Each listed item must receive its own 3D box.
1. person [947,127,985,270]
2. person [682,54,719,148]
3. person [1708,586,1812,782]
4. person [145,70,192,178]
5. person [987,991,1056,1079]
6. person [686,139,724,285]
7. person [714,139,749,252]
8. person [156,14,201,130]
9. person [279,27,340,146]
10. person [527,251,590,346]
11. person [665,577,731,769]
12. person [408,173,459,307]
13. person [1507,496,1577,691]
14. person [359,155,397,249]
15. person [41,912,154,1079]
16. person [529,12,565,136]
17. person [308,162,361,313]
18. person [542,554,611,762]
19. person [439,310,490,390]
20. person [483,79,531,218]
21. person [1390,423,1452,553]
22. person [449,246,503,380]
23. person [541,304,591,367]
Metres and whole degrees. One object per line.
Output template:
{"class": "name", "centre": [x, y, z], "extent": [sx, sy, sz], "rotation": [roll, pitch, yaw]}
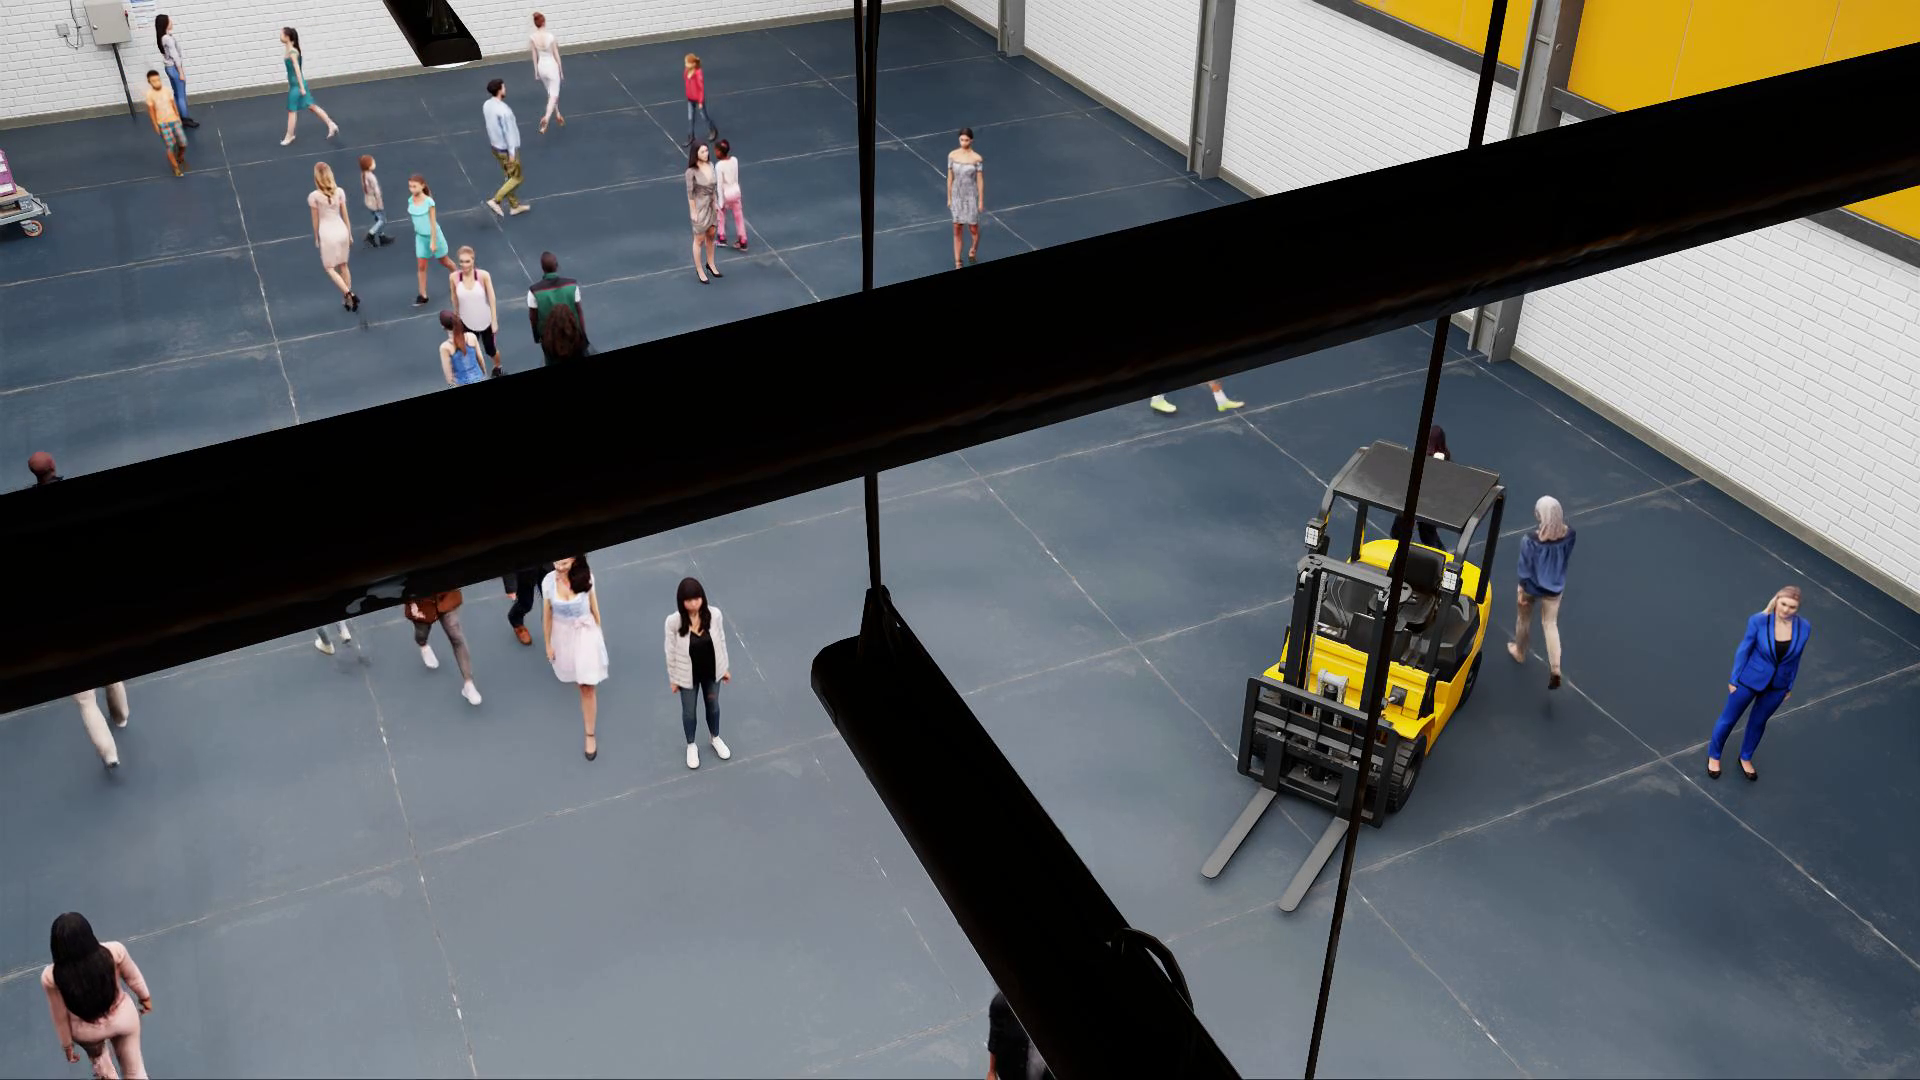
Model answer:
{"class": "person", "centre": [0.094, -4.082, 19.951], "extent": [0.925, 1.806, 1.014], "rotation": [8, 34, 12]}
{"class": "person", "centre": [-3.704, -6.287, 23.733], "extent": [0.905, 1.291, 0.863], "rotation": [19, 38, 26]}
{"class": "person", "centre": [5.935, 1.043, 12.337], "extent": [0.700, 1.700, 0.713], "rotation": [4, 34, 5]}
{"class": "person", "centre": [-10.854, -5.709, 22.719], "extent": [0.668, 1.451, 0.629], "rotation": [28, 43, 35]}
{"class": "person", "centre": [0.427, 2.952, 9.371], "extent": [0.818, 1.802, 0.838], "rotation": [4, 34, 7]}
{"class": "person", "centre": [-3.048, -3.920, 19.761], "extent": [0.665, 1.746, 0.671], "rotation": [23, 40, 31]}
{"class": "person", "centre": [-2.801, -4.246, 20.536], "extent": [0.908, 1.432, 0.787], "rotation": [24, 41, 32]}
{"class": "person", "centre": [-11.473, -6.849, 24.272], "extent": [0.718, 1.630, 0.549], "rotation": [-26, 42, -34]}
{"class": "person", "centre": [-9.310, -6.432, 23.633], "extent": [0.640, 1.644, 0.970], "rotation": [-14, 36, -20]}
{"class": "person", "centre": [-4.019, -1.987, 16.817], "extent": [0.745, 1.786, 1.214], "rotation": [-18, 38, -25]}
{"class": "person", "centre": [-1.968, 0.971, 12.501], "extent": [0.606, 1.638, 0.531], "rotation": [-14, 36, -20]}
{"class": "person", "centre": [-6.126, -3.539, 19.390], "extent": [1.047, 1.523, 1.076], "rotation": [13, 36, 19]}
{"class": "person", "centre": [4.665, 0.441, 13.268], "extent": [0.861, 1.672, 1.109], "rotation": [-1, 34, -2]}
{"class": "person", "centre": [-7.326, -4.194, 20.676], "extent": [0.635, 1.189, 0.627], "rotation": [-24, 40, -31]}
{"class": "person", "centre": [-4.907, 2.867, 9.589], "extent": [0.703, 1.704, 0.775], "rotation": [-19, 38, -26]}
{"class": "person", "centre": [-5.927, -6.635, 23.833], "extent": [1.020, 1.760, 1.152], "rotation": [8, 34, 12]}
{"class": "person", "centre": [-7.083, -3.381, 18.889], "extent": [0.706, 1.814, 0.904], "rotation": [-24, 40, -31]}
{"class": "person", "centre": [-2.941, 0.732, 12.733], "extent": [0.875, 1.778, 1.266], "rotation": [-4, 34, -6]}
{"class": "person", "centre": [-4.763, -1.476, 16.223], "extent": [0.685, 1.593, 0.783], "rotation": [-21, 39, -28]}
{"class": "person", "centre": [-5.902, -4.984, 21.313], "extent": [0.915, 1.800, 0.930], "rotation": [-28, 43, -35]}
{"class": "person", "centre": [4.037, -0.247, 14.337], "extent": [0.677, 1.633, 1.060], "rotation": [-20, 39, -28]}
{"class": "person", "centre": [-4.975, -2.270, 17.277], "extent": [0.926, 1.747, 1.232], "rotation": [0, 34, 0]}
{"class": "person", "centre": [-3.816, -1.508, 16.278], "extent": [0.751, 1.585, 1.036], "rotation": [-6, 34, -9]}
